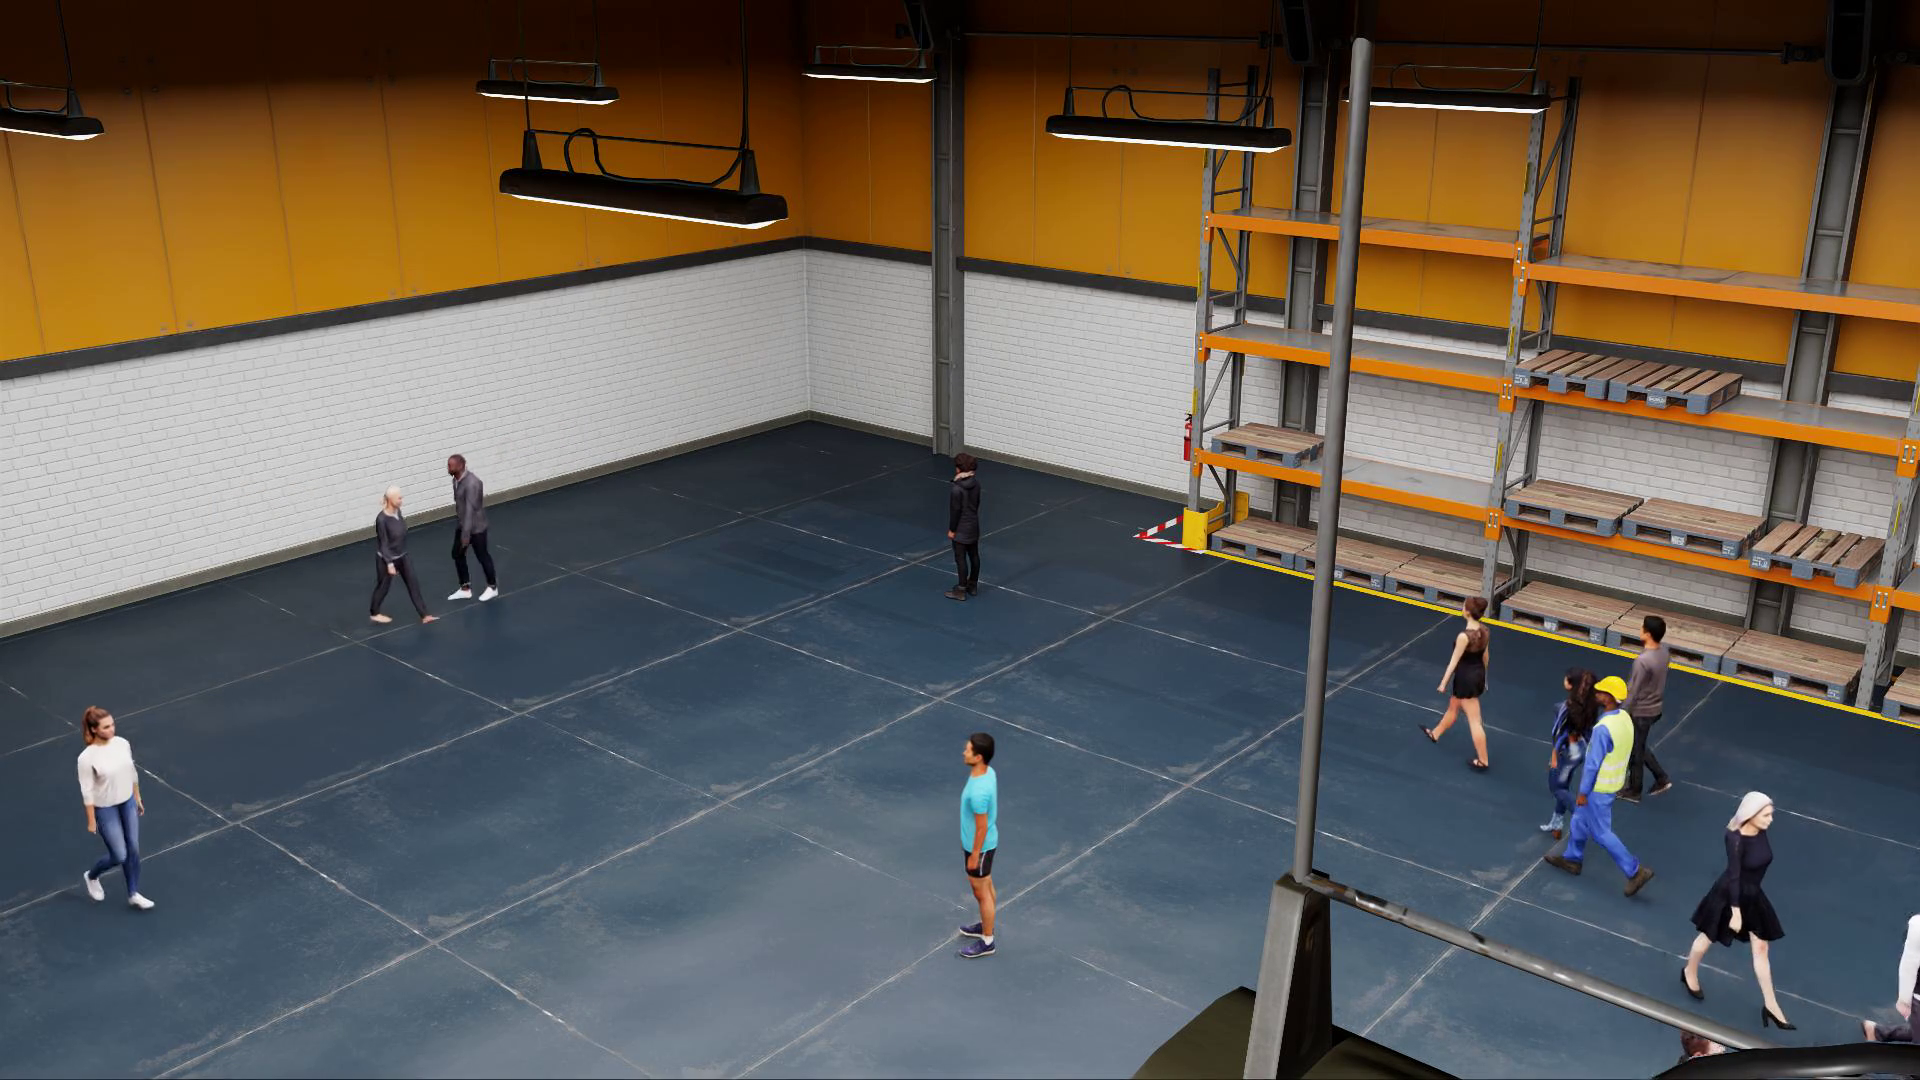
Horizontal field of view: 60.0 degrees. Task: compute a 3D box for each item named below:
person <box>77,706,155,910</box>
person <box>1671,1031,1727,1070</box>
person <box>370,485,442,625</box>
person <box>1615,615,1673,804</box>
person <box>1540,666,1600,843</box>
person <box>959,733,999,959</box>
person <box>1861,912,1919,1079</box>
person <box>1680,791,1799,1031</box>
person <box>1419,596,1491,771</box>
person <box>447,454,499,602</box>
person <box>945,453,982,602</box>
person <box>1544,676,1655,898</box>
[{"bbox_3d":[-6.673,2.098,13.003,0.871,1.711,0.745,7,20,21],"label":"person"},{"bbox_3d":[3.844,3.377,9.015,0.883,1.831,0.723,10,21,28],"label":"person"},{"bbox_3d":[-6.465,0.195,18.724,1.202,1.666,0.916,5,19,16],"label":"person"},{"bbox_3d":[6.086,1.534,14.605,0.667,1.756,0.731,15,24,38],"label":"person"},{"bbox_3d":[5.176,1.830,13.963,0.735,1.606,0.898,-13,23,-34],"label":"person"},{"bbox_3d":[0.160,2.258,12.424,0.723,1.777,0.696,1,19,3],"label":"person"},{"bbox_3d":[6.125,2.868,10.576,1.001,1.800,1.144,-8,20,-22],"label":"person"},{"bbox_3d":[5.379,2.532,11.714,0.849,1.711,1.181,-12,22,-32],"label":"person"},{"bbox_3d":[4.759,1.351,15.342,0.745,1.632,1.126,-14,23,-35],"label":"person"},{"bbox_3d":[-5.662,-0.159,19.582,0.769,1.788,0.862,15,24,37],"label":"person"},{"bbox_3d":[0.066,-0.168,19.622,0.577,1.781,0.606,15,24,38],"label":"person"},{"bbox_3d":[5.197,1.971,13.258,1.107,1.788,0.660,14,23,36],"label":"person"}]
